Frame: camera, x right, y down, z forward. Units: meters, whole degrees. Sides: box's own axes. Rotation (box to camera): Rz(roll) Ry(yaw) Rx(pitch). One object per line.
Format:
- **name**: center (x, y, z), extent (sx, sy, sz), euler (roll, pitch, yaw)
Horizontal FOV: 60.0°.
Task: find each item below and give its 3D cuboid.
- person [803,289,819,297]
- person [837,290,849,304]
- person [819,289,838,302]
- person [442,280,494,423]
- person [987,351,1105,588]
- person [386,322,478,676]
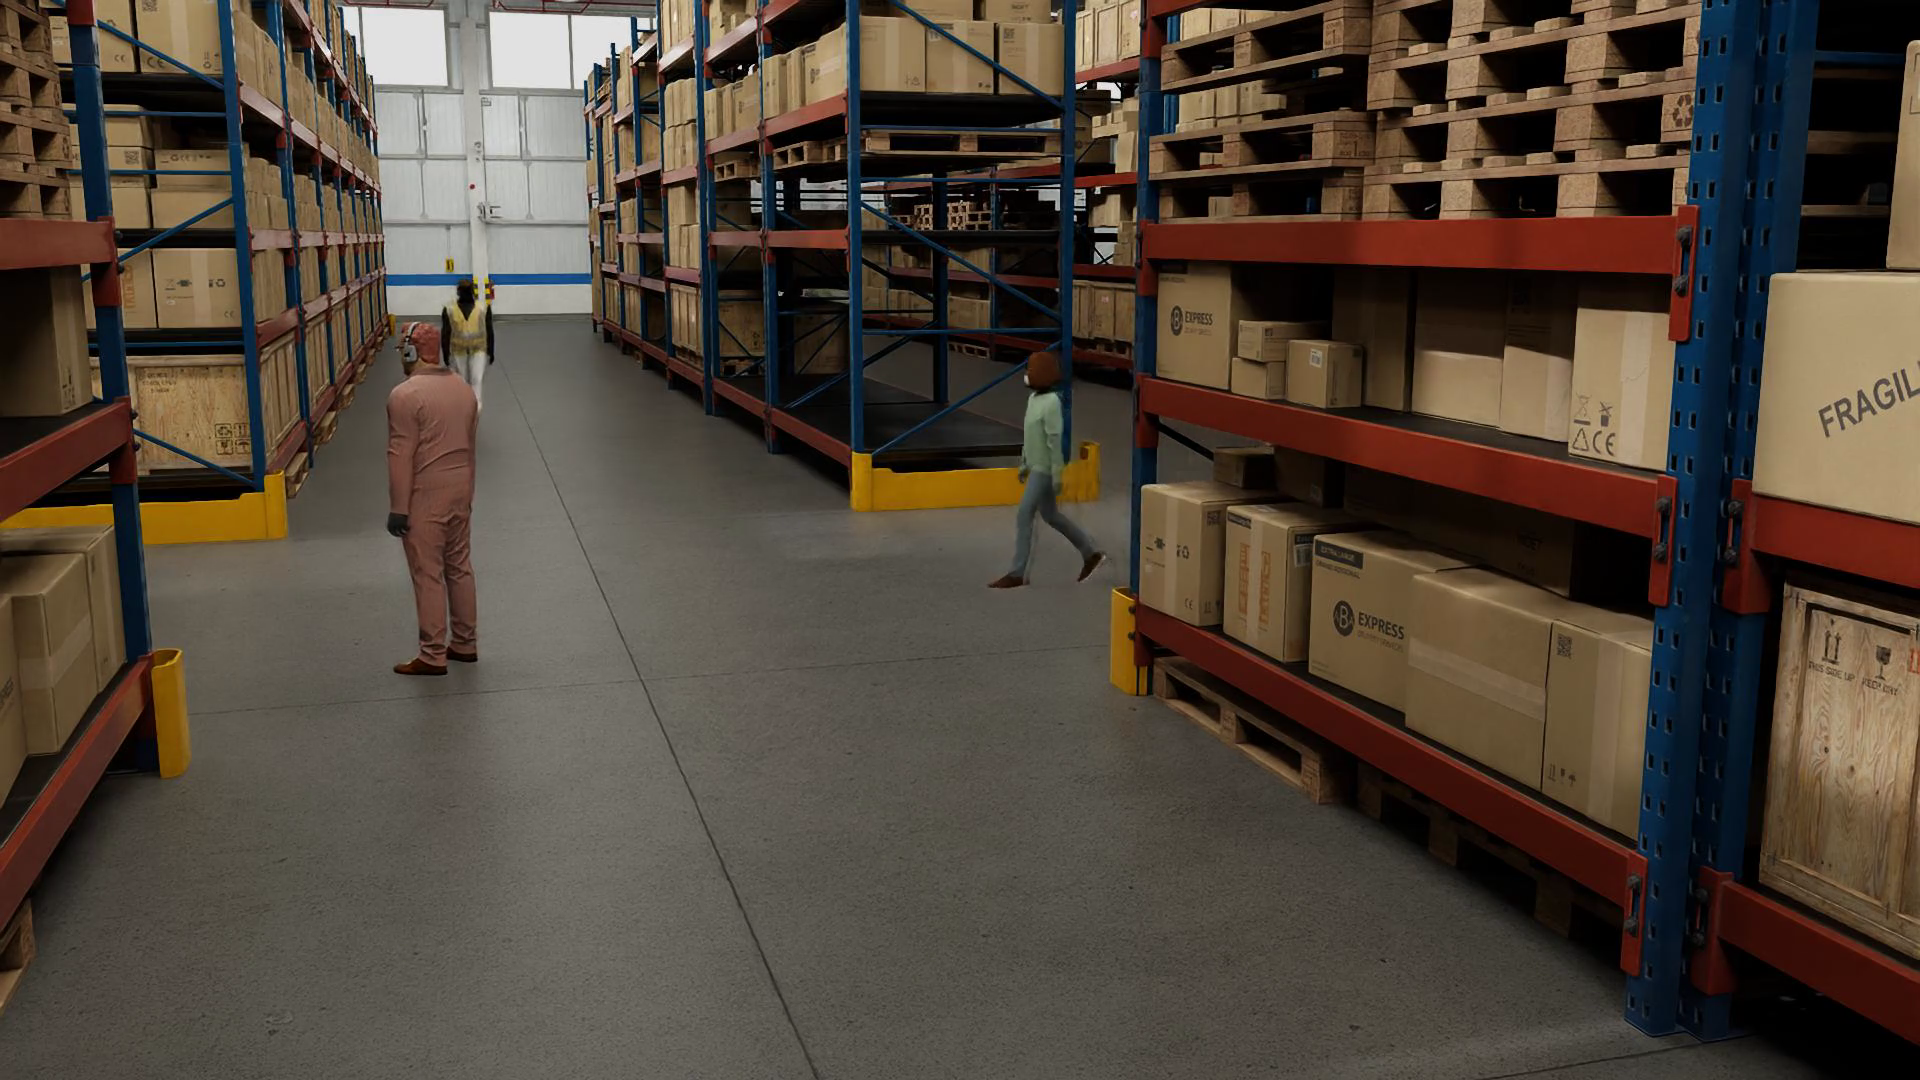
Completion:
- **person**: center (-4.013, -6.710, 44.963), extent (0.462, 1.740, 0.580), euler (10, 14, 42)
- **person**: center (-2.478, -4.913, 35.071), extent (0.547, 1.751, 0.448), euler (-2, 10, -9)
- **person**: center (-2.611, -4.582, 32.683), extent (0.450, 1.979, 0.719), euler (-6, 12, -30)
- **person**: center (-6.320, -2.437, 21.384), extent (0.632, 1.803, 0.949), euler (-2, 11, -12)
- **person**: center (0.599, -0.474, 11.175), extent (0.800, 1.606, 0.504), euler (-2, 10, -9)
- **person**: center (-2.872, -0.225, 9.005), extent (0.399, 1.900, 0.643), euler (3, 11, 18)
